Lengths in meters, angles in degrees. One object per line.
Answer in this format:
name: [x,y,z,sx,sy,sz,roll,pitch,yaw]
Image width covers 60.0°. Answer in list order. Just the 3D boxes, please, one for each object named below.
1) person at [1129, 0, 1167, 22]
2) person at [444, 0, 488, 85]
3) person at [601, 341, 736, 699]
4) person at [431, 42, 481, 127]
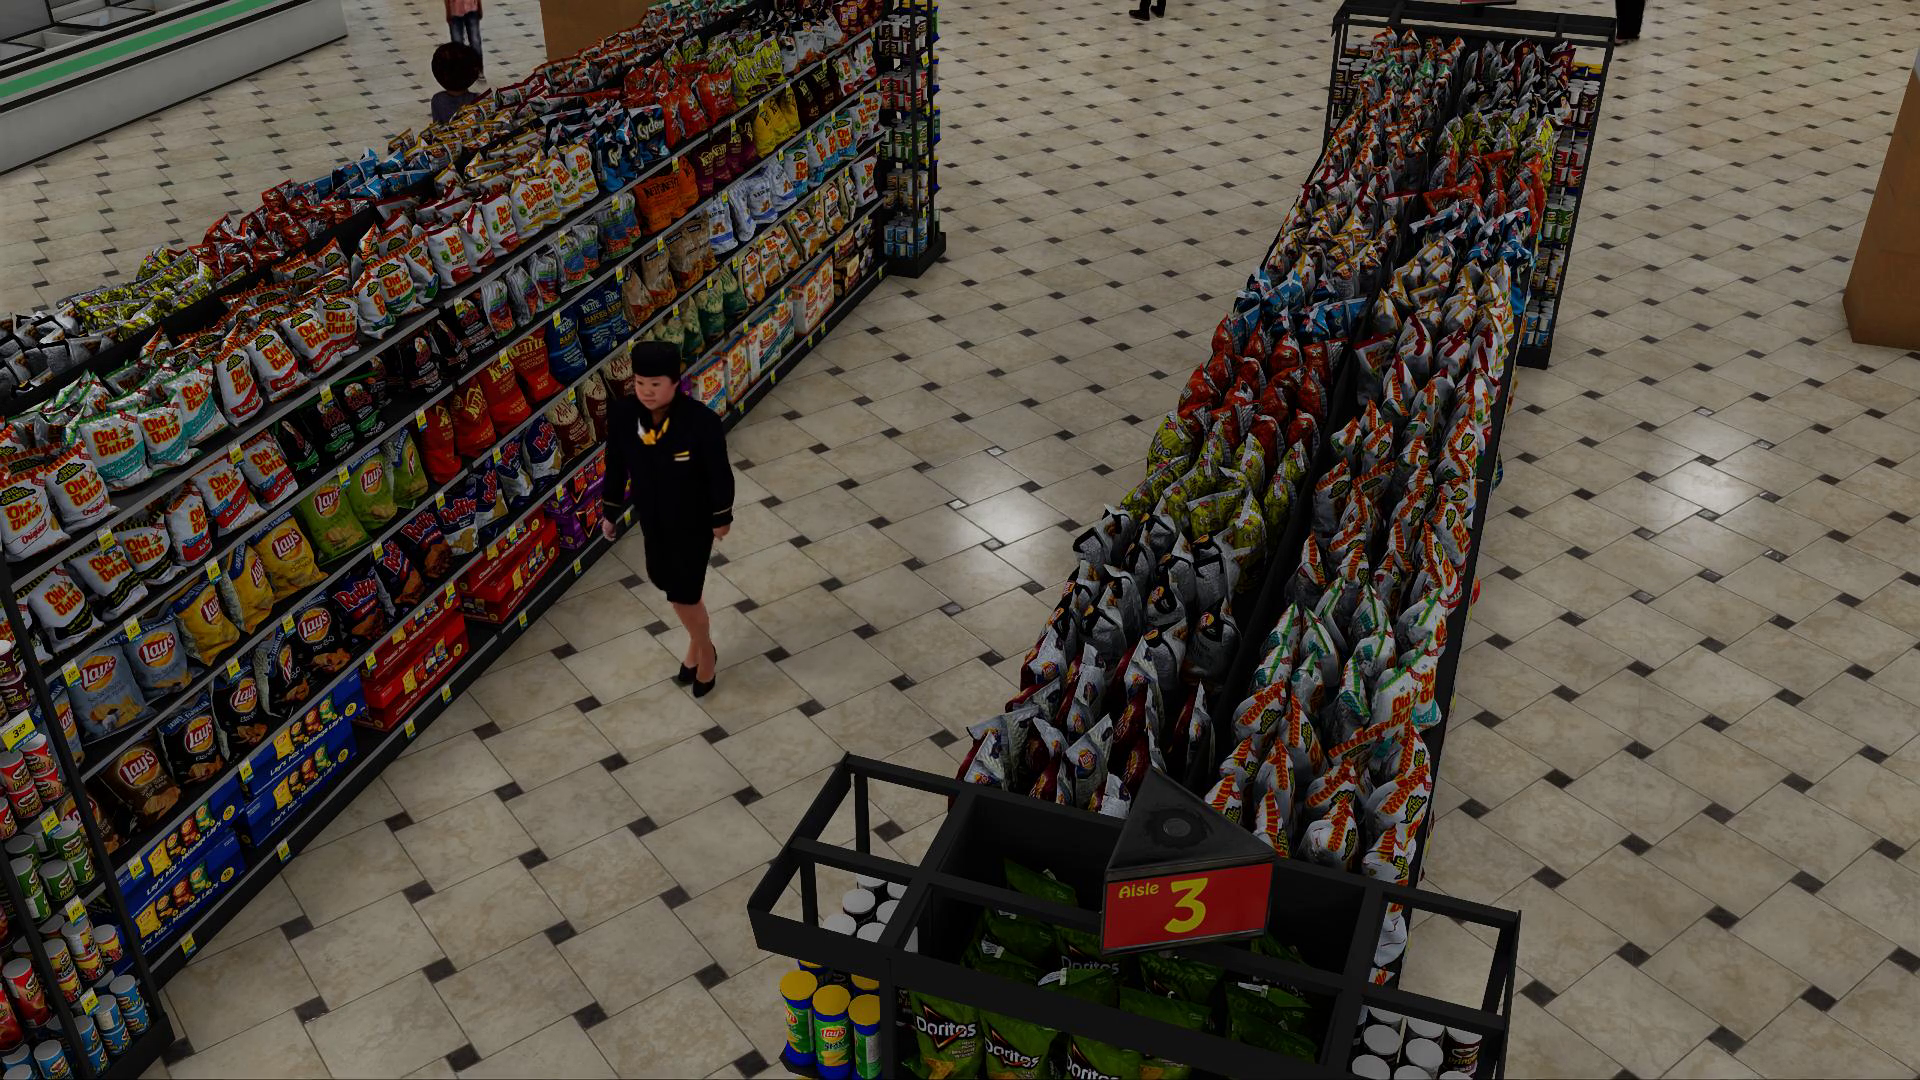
person: [1.947,-6.183,16.772,0.679,1.791,0.777,-19,36,-27]
person: [-4.526,-4.836,15.077,0.823,1.295,0.910,-12,34,-19]
person: [-1.187,-0.120,7.151,0.703,1.660,0.661,13,34,19]
person: [-3.110,-2.309,10.622,0.615,1.710,0.542,7,33,11]
